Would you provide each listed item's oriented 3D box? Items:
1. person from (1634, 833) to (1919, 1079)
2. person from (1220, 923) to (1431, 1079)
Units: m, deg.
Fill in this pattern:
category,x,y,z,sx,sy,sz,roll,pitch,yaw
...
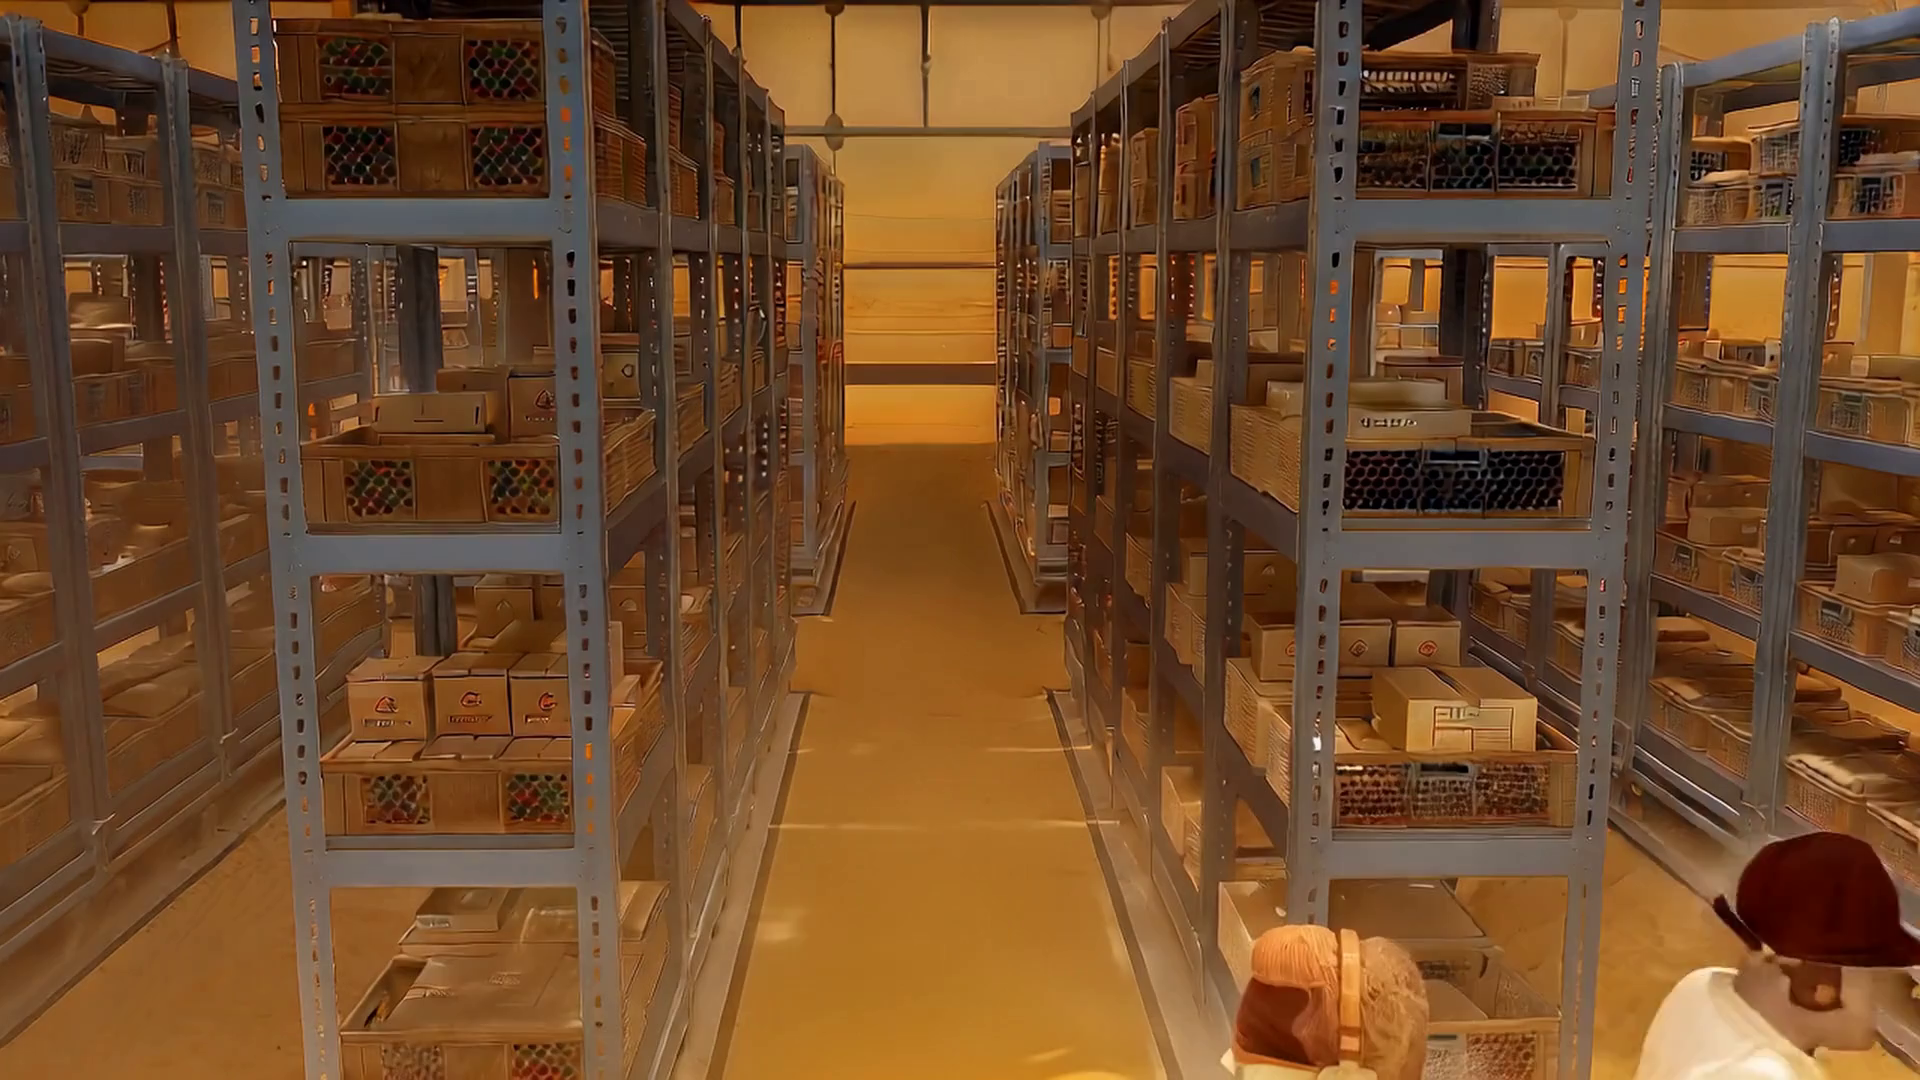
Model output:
category,x,y,z,sx,sy,sz,roll,pitch,yaw
person,1.174,1.338,2.792,0.682,1.809,0.612,3,10,16
person,0.435,1.401,2.102,0.406,1.911,0.639,1,9,4
